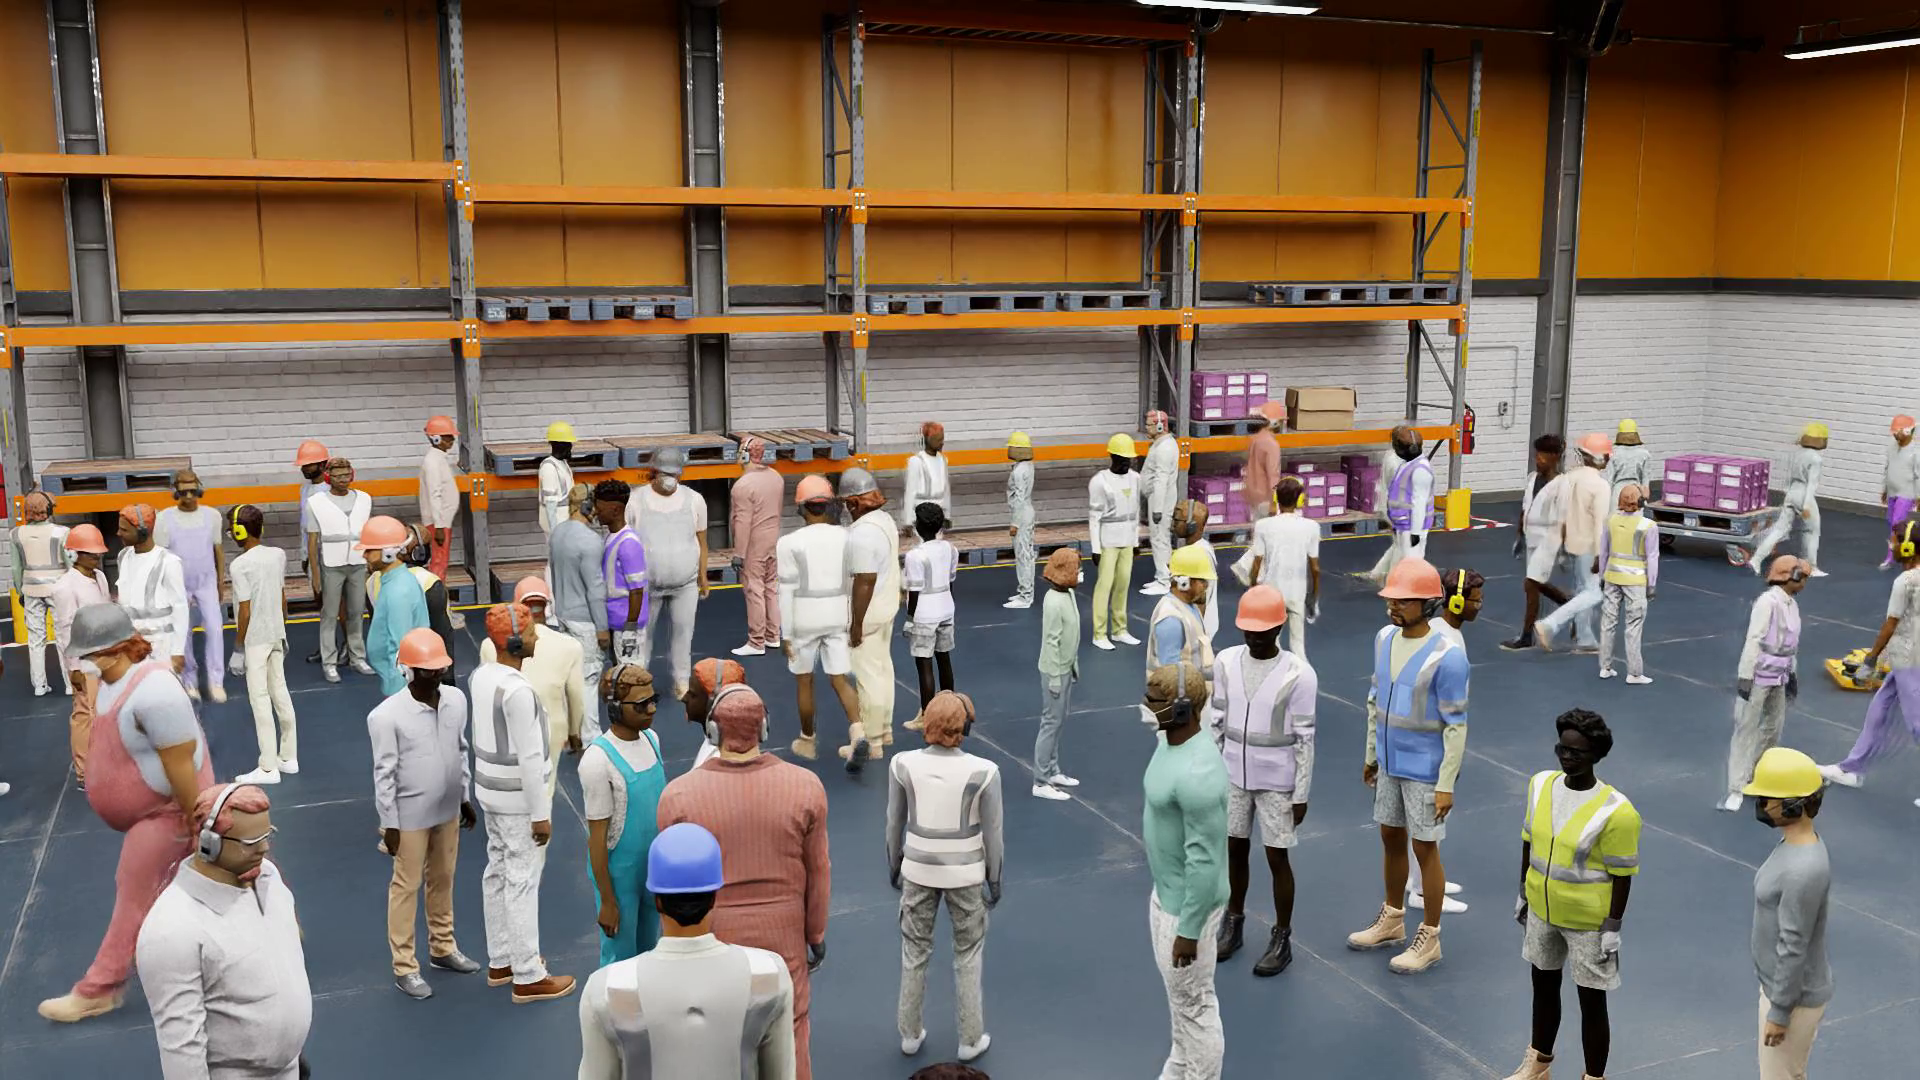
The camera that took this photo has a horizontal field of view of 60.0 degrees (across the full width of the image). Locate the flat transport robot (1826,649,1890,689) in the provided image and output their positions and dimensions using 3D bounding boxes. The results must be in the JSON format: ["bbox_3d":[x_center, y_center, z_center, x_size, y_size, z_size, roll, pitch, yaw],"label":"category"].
[{"bbox_3d":[7.833,1.063,13.383,1.431,0.197,0.652,3,10,16],"label":"flat transport robot"}]

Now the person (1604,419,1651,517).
[{"bbox_3d":[7.068,-0.417,17.694,0.483,1.736,0.311,1,10,3],"label":"person"}]

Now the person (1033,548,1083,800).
[{"bbox_3d":[0.639,0.851,10.703,0.286,1.627,0.503,3,10,15],"label":"person"}]

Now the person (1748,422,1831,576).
[{"bbox_3d":[8.964,-0.426,17.875,0.837,1.701,0.503,-2,10,-10],"label":"person"}]

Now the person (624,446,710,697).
[{"bbox_3d":[-2.355,0.258,12.925,0.816,2.000,0.535,-3,10,-17],"label":"person"}]

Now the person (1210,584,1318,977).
[{"bbox_3d":[1.445,1.156,8.087,0.548,1.929,0.388,8,13,39],"label":"person"}]

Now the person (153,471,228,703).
[{"bbox_3d":[-5.941,0.379,12.869,0.530,1.824,0.666,-6,12,-32],"label":"person"}]

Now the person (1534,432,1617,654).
[{"bbox_3d":[5.324,0.054,14.314,0.723,1.975,0.626,-2,10,-11],"label":"person"}]

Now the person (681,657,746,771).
[{"bbox_3d":[-0.986,1.397,6.813,0.355,1.885,0.576,-1,10,-7],"label":"person"}]

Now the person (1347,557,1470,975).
[{"bbox_3d":[2.176,1.090,8.111,0.385,2.046,0.613,-5,11,-25],"label":"person"}]

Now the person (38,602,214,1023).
[{"bbox_3d":[-3.772,1.136,7.866,1.196,2.000,0.695,-8,13,-39],"label":"person"}]

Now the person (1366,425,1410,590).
[{"bbox_3d":[4.413,-0.271,16.689,0.401,1.792,0.578,1,10,3],"label":"person"}]

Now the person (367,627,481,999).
[{"bbox_3d":[-2.522,1.270,7.917,0.339,1.752,0.564,6,11,29],"label":"person"}]

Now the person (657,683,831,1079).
[{"bbox_3d":[-0.809,1.480,6.283,0.643,1.906,0.400,-2,10,-11],"label":"person"}]

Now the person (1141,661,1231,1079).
[{"bbox_3d":[0.870,1.420,6.526,0.374,1.939,0.629,0,10,-1],"label":"person"}]

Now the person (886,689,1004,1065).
[{"bbox_3d":[-0.069,1.459,7.187,0.529,1.635,0.314,2,10,14],"label":"person"}]

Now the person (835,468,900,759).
[{"bbox_3d":[-0.697,0.493,11.571,0.535,2.000,0.684,2,10,13],"label":"person"}]

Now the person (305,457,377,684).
[{"bbox_3d":[-5.068,0.232,13.637,0.377,1.844,0.567,8,13,40],"label":"person"}]

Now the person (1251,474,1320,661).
[{"bbox_3d":[2.411,0.440,12.433,0.541,1.858,0.507,0,10,2],"label":"person"}]

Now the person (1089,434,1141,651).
[{"bbox_3d":[1.395,0.012,14.714,0.590,1.918,0.394,-9,13,-41],"label":"person"}]

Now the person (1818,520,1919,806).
[{"bbox_3d":[6.000,0.778,10.586,0.510,1.822,0.975,-10,14,-44],"label":"person"}]

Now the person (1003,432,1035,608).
[{"bbox_3d":[0.585,-0.201,16.427,0.295,1.744,0.484,2,10,13],"label":"person"}]

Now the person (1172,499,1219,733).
[{"bbox_3d":[1.584,0.633,11.331,0.350,1.846,0.506,2,10,9],"label":"person"}]

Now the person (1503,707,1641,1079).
[{"bbox_3d":[2.466,1.505,6.725,0.317,1.700,0.537,-6,11,-31],"label":"person"}]

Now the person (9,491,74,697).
[{"bbox_3d":[-7.172,0.431,13.086,0.511,1.641,0.309,0,10,-2],"label":"person"}]

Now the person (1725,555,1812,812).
[{"bbox_3d":[5.060,0.900,10.476,0.634,1.607,0.329,-9,13,-41],"label":"person"}]

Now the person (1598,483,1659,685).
[{"bbox_3d":[5.422,0.354,13.524,0.314,1.642,0.515,-7,12,-34],"label":"person"}]

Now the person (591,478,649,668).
[{"bbox_3d":[-2.337,0.546,11.482,0.361,1.963,0.612,-4,11,-22],"label":"person"}]

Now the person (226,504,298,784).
[{"bbox_3d":[-4.634,0.686,10.983,0.328,1.862,0.521,2,10,14],"label":"person"}]

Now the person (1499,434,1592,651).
[{"bbox_3d":[5.212,0.018,14.627,0.840,1.935,0.626,-2,10,-11],"label":"person"}]

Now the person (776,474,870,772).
[{"bbox_3d":[-0.911,0.574,11.224,0.609,2.016,0.861,-5,11,-26],"label":"person"}]

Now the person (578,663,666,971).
[{"bbox_3d":[-1.351,1.407,6.869,0.345,1.846,0.507,3,10,16],"label":"person"}]

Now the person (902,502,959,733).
[{"bbox_3d":[-0.224,0.562,12.169,0.318,1.697,0.535,7,12,35],"label":"person"}]

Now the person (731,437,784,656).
[{"bbox_3d":[-1.796,0.054,14.483,0.403,1.911,0.637,5,11,26],"label":"person"}]

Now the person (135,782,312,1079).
[{"bbox_3d":[-2.217,1.674,5.173,0.409,1.902,0.640,1,10,4],"label":"person"}]

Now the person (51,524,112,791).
[{"bbox_3d":[-5.664,0.760,10.866,0.323,1.749,0.571,-1,10,-5],"label":"person"}]

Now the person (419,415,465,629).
[{"bbox_3d":[-4.837,-0.174,15.549,0.395,1.994,0.612,-2,10,-12],"label":"person"}]

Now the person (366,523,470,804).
[{"bbox_3d":[-3.363,0.806,10.346,0.628,1.843,0.429,5,11,28],"label":"person"}]

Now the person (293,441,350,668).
[{"bbox_3d":[-5.401,0.118,14.057,0.541,1.929,0.382,7,12,35],"label":"person"}]

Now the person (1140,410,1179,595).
[{"bbox_3d":[2.031,-0.384,17.058,0.398,1.899,0.652,2,10,10],"label":"person"}]

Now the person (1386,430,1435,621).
[{"bbox_3d":[4.265,-0.134,15.800,0.431,1.835,0.630,0,10,2],"label":"person"}]

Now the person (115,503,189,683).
[{"bbox_3d":[-5.306,0.684,10.923,0.574,1.884,0.360,5,11,28],"label":"person"}]

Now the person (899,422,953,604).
[{"bbox_3d":[-0.337,-0.233,16.251,0.457,1.867,0.618,6,12,32],"label":"person"}]

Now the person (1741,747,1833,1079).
[{"bbox_3d":[2.943,1.608,5.982,0.342,1.756,0.532,4,11,24],"label":"person"}]

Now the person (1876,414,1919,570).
[{"bbox_3d":[10.481,-0.537,18.415,0.703,1.724,0.583,-1,10,-8],"label":"person"}]

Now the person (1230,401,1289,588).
[{"bbox_3d":[3.110,-0.442,17.159,0.578,1.971,0.618,-2,10,-14],"label":"person"}]

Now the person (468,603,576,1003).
[{"bbox_3d":[-2.087,1.223,7.820,0.354,1.883,0.572,-8,12,-38],"label":"person"}]

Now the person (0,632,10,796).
[{"bbox_3d":[-6.381,0.739,10.503,0.587,1.920,0.390,-4,11,-21],"label":"person"}]

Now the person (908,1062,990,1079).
[{"bbox_3d":[0.045,1.976,3.408,0.380,1.910,0.590,1,10,6],"label":"person"}]

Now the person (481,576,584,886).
[{"bbox_3d":[-2.383,1.054,9.277,0.577,1.705,0.658,-2,10,-9],"label":"person"}]

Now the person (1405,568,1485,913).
[{"bbox_3d":[2.578,1.059,8.865,0.329,1.856,0.519,1,10,6],"label":"person"}]

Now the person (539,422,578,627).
[{"bbox_3d":[-3.744,-0.151,15.611,0.382,1.924,0.594,0,10,-3],"label":"person"}]

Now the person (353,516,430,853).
[{"bbox_3d":[-3.300,0.837,9.762,0.401,1.988,0.614,-3,10,-16],"label":"person"}]

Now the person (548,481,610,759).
[{"bbox_3d":[-2.607,0.559,11.502,0.374,1.934,0.627,-8,12,-38],"label":"person"}]

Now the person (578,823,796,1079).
[{"bbox_3d":[-0.758,1.744,4.672,0.624,1.935,0.413,-4,11,-21],"label":"person"}]

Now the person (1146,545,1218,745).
[{"bbox_3d":[1.290,0.928,9.707,0.403,1.822,0.593,3,10,17],"label":"person"}]
